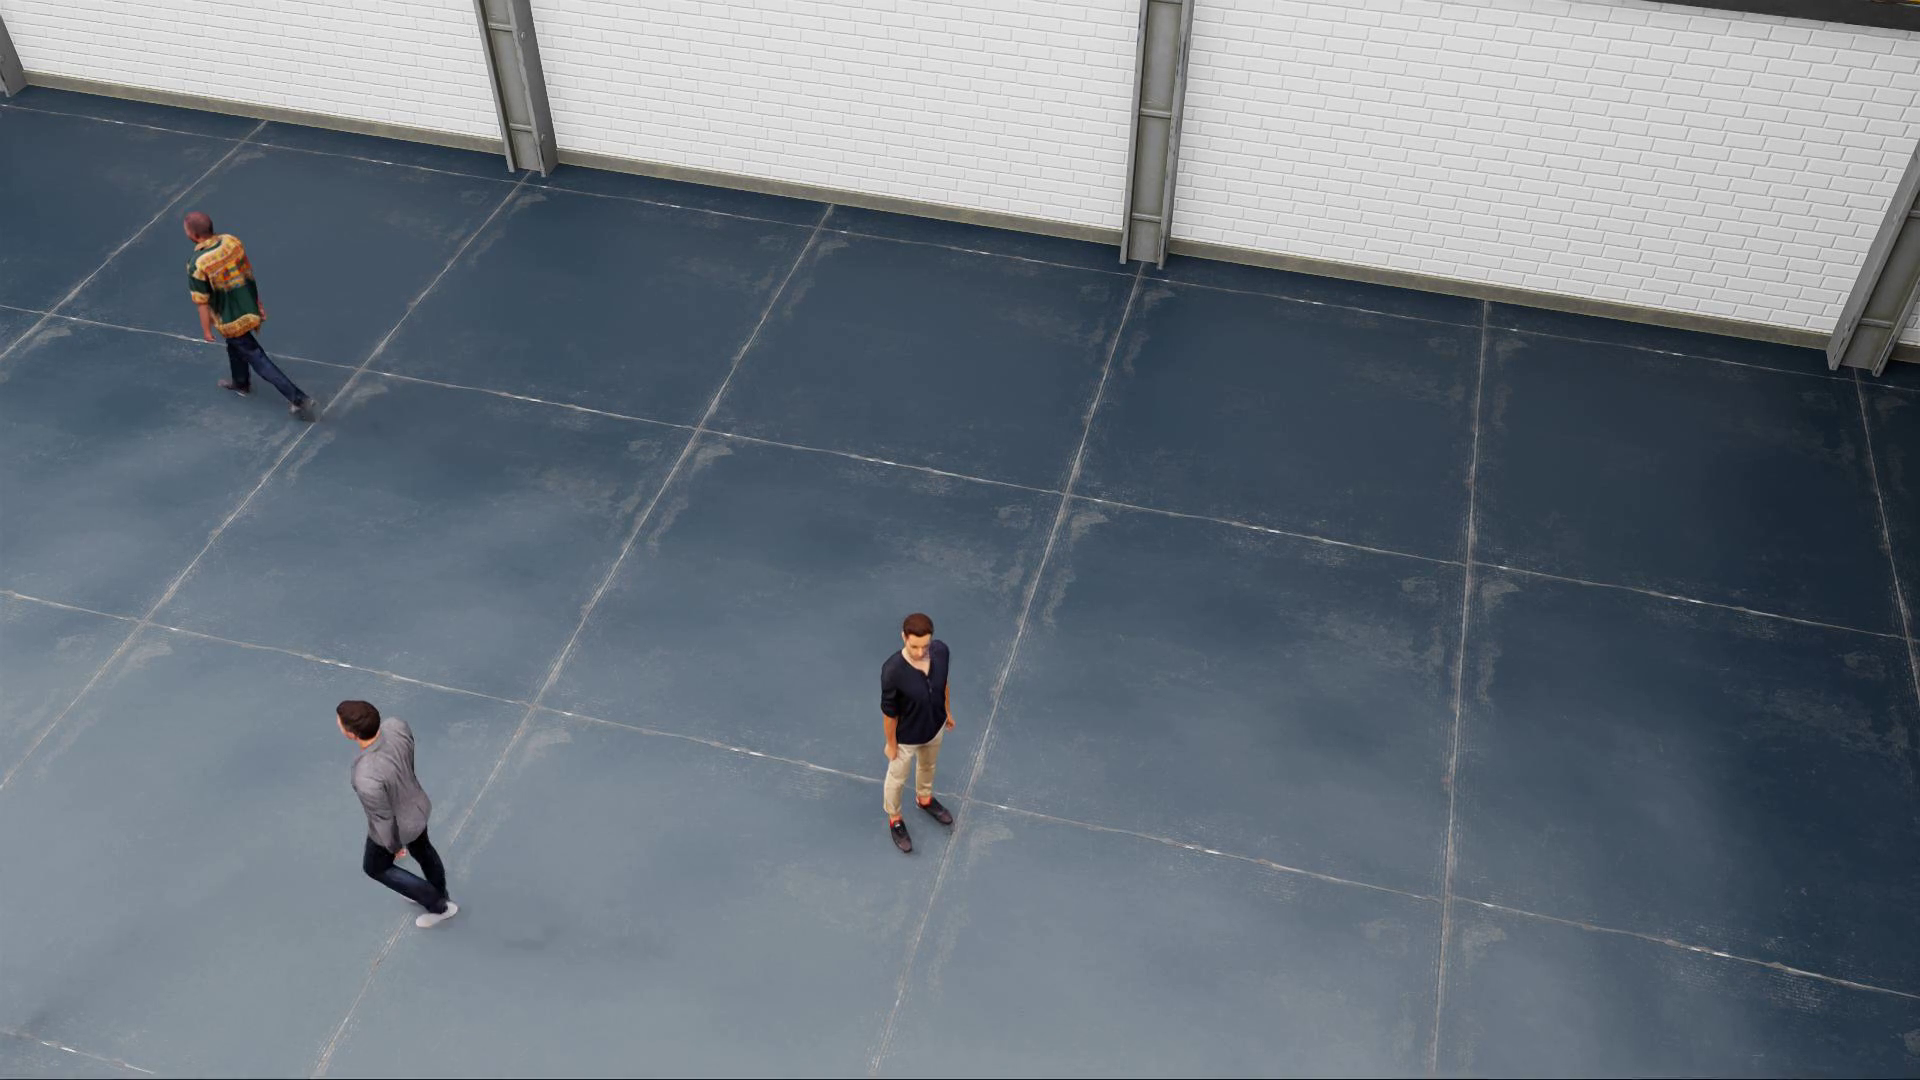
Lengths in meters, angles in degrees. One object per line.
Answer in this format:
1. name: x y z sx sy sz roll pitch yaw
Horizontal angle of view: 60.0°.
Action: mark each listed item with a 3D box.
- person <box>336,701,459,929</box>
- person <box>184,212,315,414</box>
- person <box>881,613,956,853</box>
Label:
1. person: -3.087 1.557 9.344 0.678 1.859 0.680 9 44 9
2. person: -5.520 -1.708 12.833 1.259 1.772 0.801 16 46 16
3. person: -0.265 1.091 9.834 0.707 1.856 0.737 -28 50 -26
